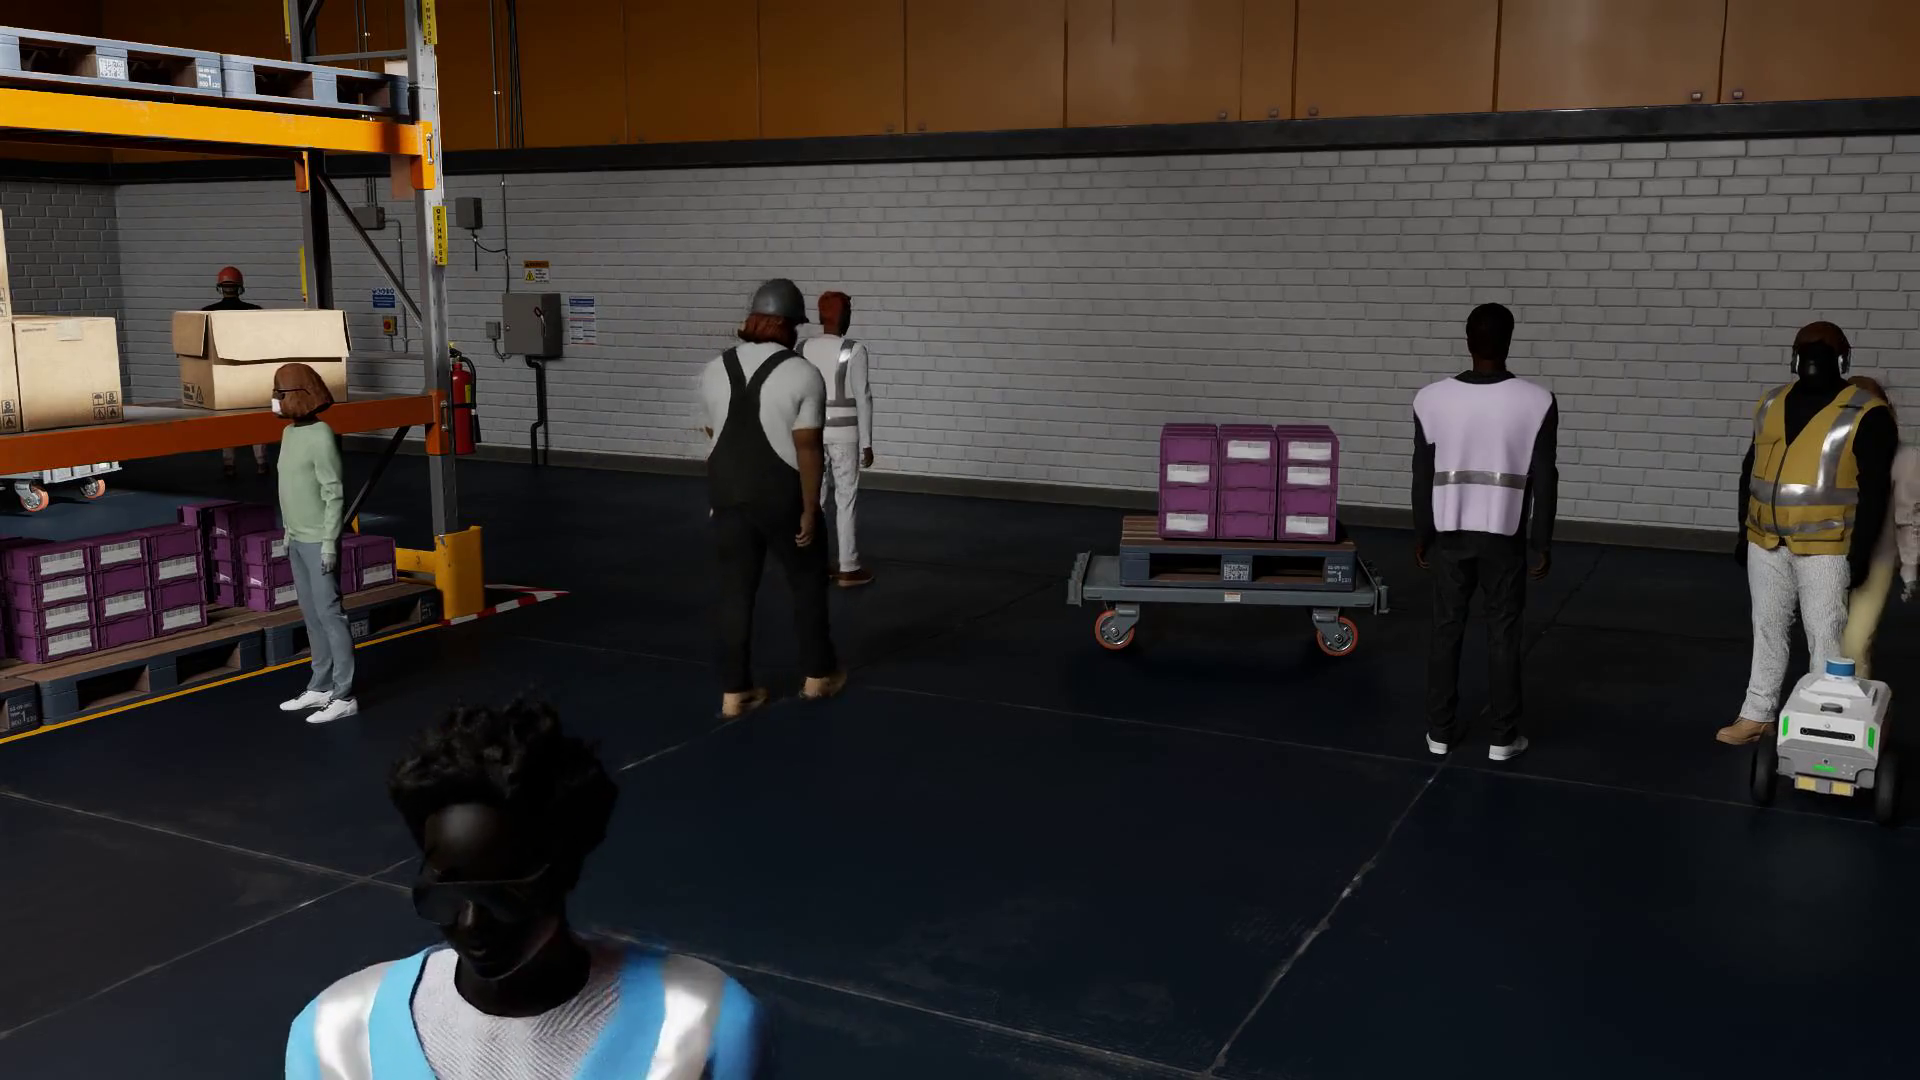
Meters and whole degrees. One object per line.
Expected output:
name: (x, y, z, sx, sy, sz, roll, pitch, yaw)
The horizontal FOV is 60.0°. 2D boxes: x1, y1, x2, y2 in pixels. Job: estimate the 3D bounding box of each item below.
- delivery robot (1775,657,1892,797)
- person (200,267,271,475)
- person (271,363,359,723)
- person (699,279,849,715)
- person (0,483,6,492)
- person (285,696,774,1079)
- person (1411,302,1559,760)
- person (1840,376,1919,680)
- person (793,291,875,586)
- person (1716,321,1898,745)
delivery robot: (3.400, 0.699, 6.456, 0.477, 0.478, 0.707, 6, 11, 32)
person: (-6.958, -1.623, 16.001, 0.623, 1.992, 0.397, -5, 11, -25)
person: (-2.960, 0.012, 7.584, 0.265, 1.632, 0.508, -9, 13, -42)
person: (-0.853, -0.233, 7.823, 0.697, 2.000, 0.876, 4, 11, 24)
person: (-8.791, -1.384, 14.802, 0.354, 1.930, 0.594, -6, 12, -32)
person: (-0.448, 0.977, 1.848, 0.536, 1.688, 0.421, 1, 10, 3)
person: (2.186, -0.028, 6.984, 0.593, 1.922, 0.391, 5, 11, 25)
person: (3.693, 0.126, 6.964, 0.507, 1.616, 0.519, -9, 13, -42)
person: (-0.809, -0.646, 10.669, 0.584, 1.882, 0.337, 6, 11, 29)
person: (3.541, 0.008, 7.004, 0.429, 1.843, 0.633, -5, 11, -29)
